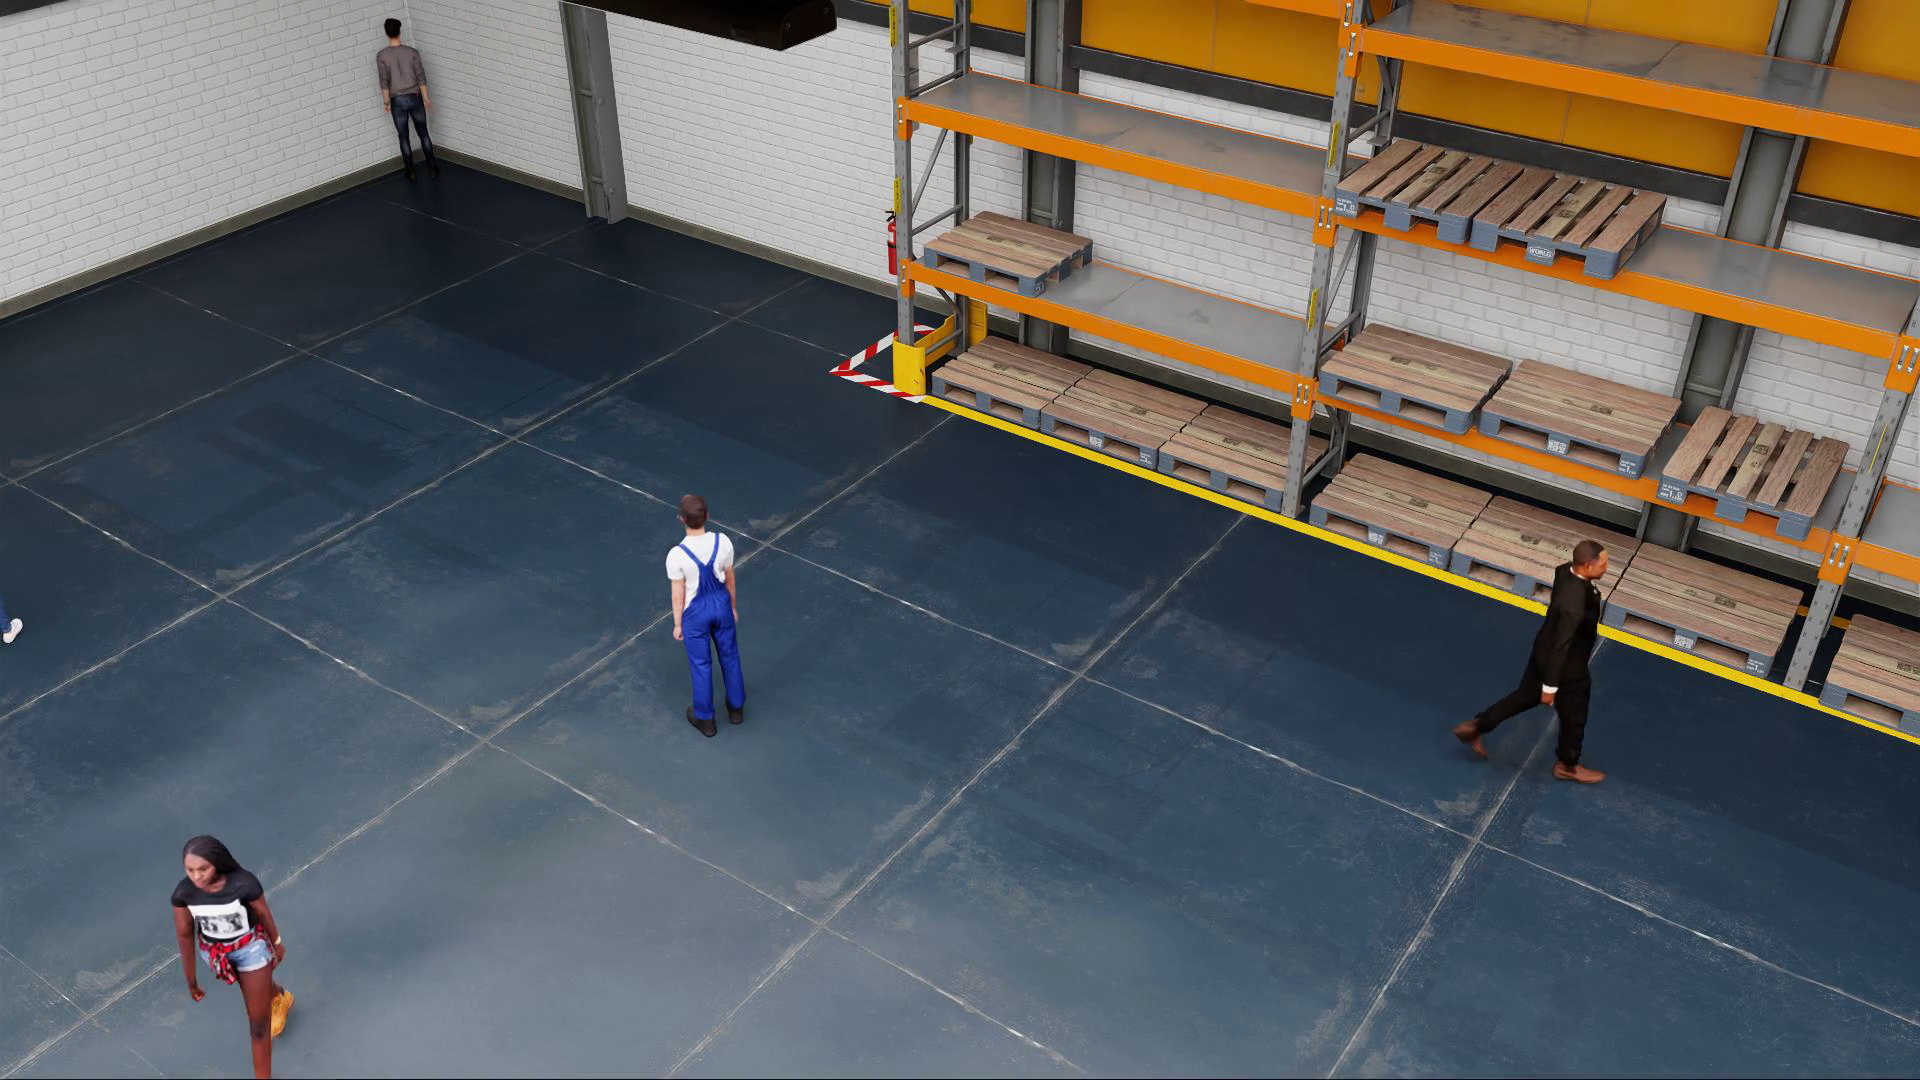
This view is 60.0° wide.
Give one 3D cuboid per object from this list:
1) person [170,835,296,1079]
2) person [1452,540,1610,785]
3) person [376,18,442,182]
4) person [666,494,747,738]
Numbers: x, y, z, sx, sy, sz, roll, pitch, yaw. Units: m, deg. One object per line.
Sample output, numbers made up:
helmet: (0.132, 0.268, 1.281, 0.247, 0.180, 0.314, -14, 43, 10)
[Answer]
person: (-3.823, 2.173, 8.867, 1.172, 1.675, 1.175, -3, 34, -5)
person: (3.787, 0.778, 10.791, 1.354, 1.869, 1.079, 5, 34, 7)
person: (-6.598, -5.236, 19.809, 0.772, 1.903, 0.771, -12, 36, -18)
person: (-1.712, 0.502, 11.224, 0.715, 1.850, 0.716, -17, 37, -24)
